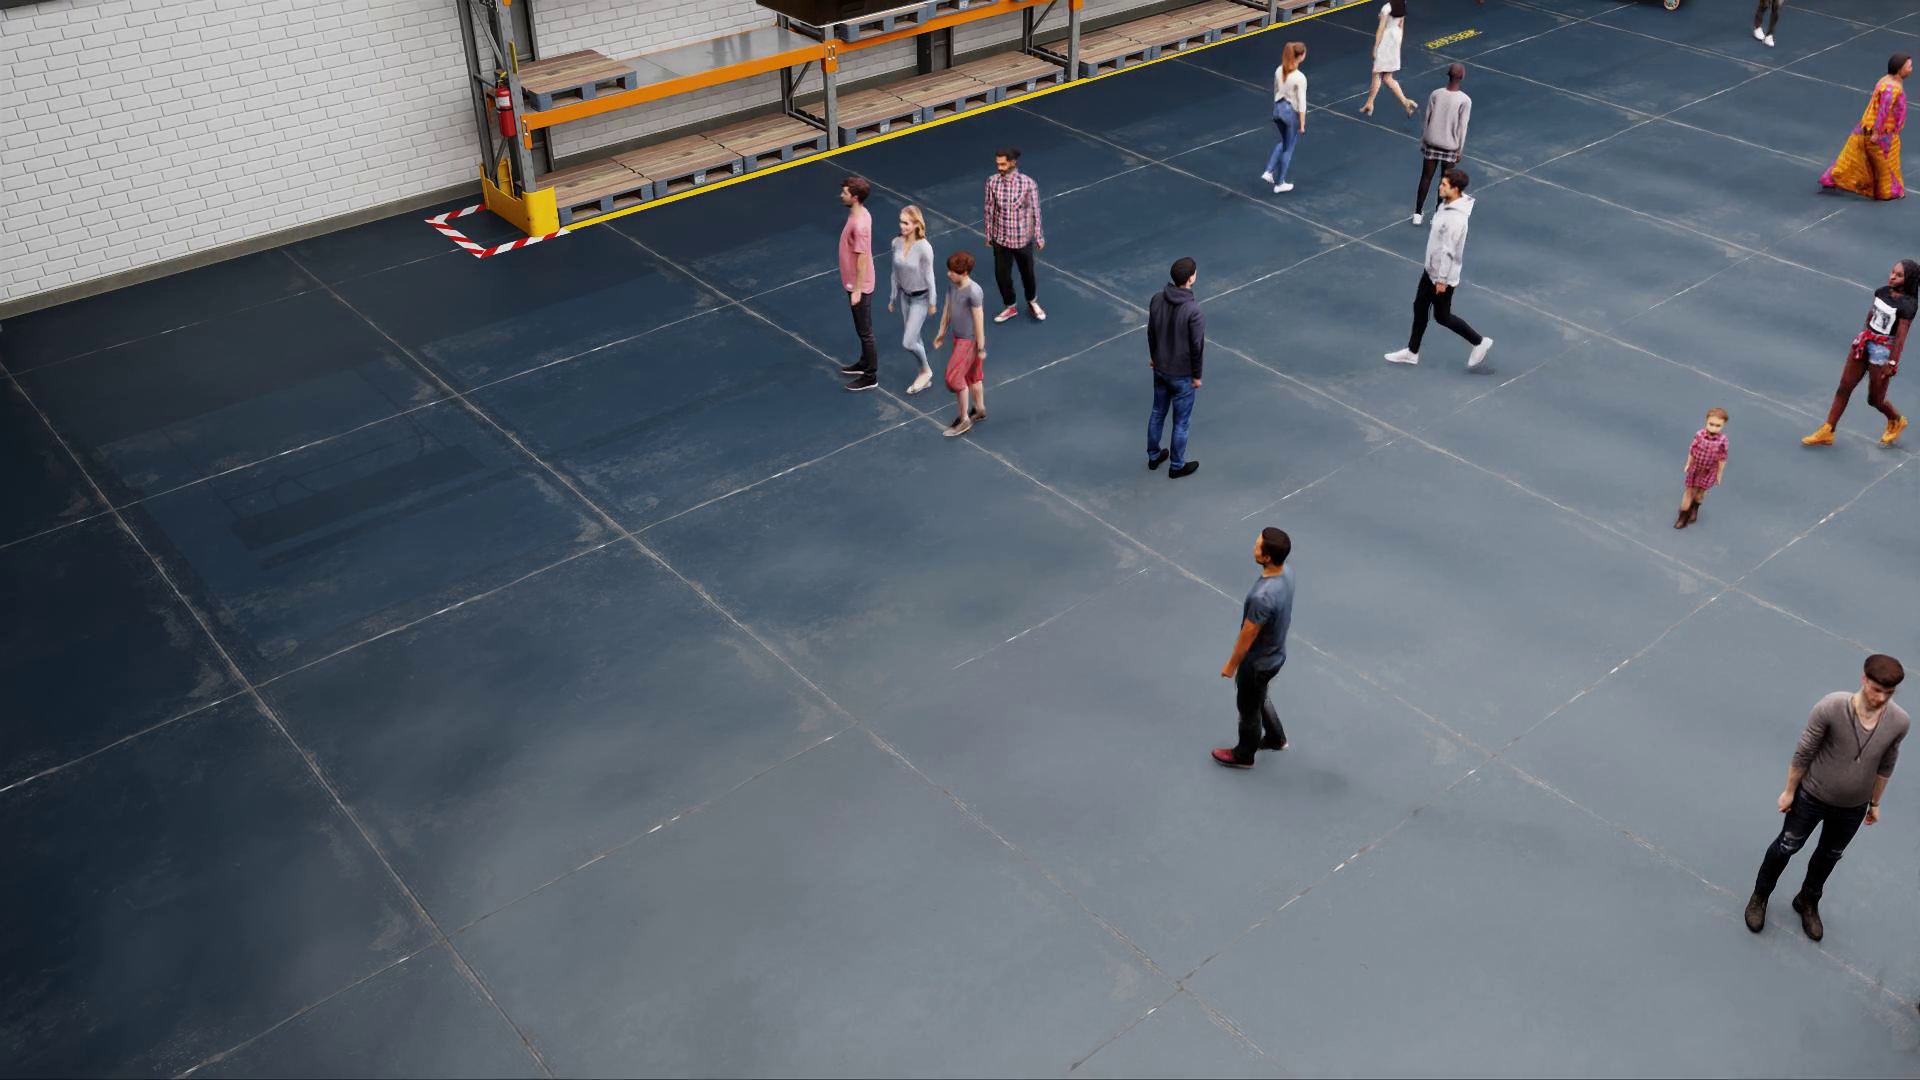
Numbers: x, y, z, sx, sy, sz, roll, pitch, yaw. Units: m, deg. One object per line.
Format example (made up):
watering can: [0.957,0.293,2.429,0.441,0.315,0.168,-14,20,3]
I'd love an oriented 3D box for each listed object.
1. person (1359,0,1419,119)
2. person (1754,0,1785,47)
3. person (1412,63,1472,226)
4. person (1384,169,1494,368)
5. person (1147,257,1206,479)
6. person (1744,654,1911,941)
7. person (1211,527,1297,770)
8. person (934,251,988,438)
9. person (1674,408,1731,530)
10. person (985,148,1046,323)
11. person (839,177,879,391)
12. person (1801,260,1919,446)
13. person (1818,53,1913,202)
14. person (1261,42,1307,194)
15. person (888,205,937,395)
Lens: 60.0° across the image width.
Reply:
person: [5.330,-5.994,20.498,1.044,1.743,0.684,-23,40,-30]
person: [11.418,-7.813,23.320,0.969,1.646,1.013,-2,34,-3]
person: [5.140,-4.219,17.792,0.753,1.782,0.894,19,38,26]
person: [4.433,-2.404,14.952,1.238,1.901,1.165,2,34,3]
person: [1.728,-1.387,13.428,0.691,1.895,0.599,28,43,35]
person: [4.835,1.400,9.229,0.770,1.903,0.806,6,34,9]
person: [1.936,0.723,10.338,0.873,1.802,0.791,14,36,20]
person: [0.131,-1.703,14.140,0.807,1.633,0.688,-15,36,-21]
person: [5.855,-0.598,13.041,0.556,1.010,0.703,17,37,24]
person: [0.542,-2.897,15.842,0.881,1.738,0.893,5,34,8]
person: [-0.879,-2.281,14.716,0.729,1.959,0.716,-4,34,-6]
person: [7.656,-1.517,13.796,1.131,1.705,0.910,-7,34,-11]
person: [10.146,-4.609,18.475,1.109,1.674,1.174,10,35,15]
person: [3.588,-4.698,18.577,0.697,1.709,0.670,-19,38,-26]
person: [-0.335,-2.126,14.641,0.602,1.783,0.600,-28,43,-35]
